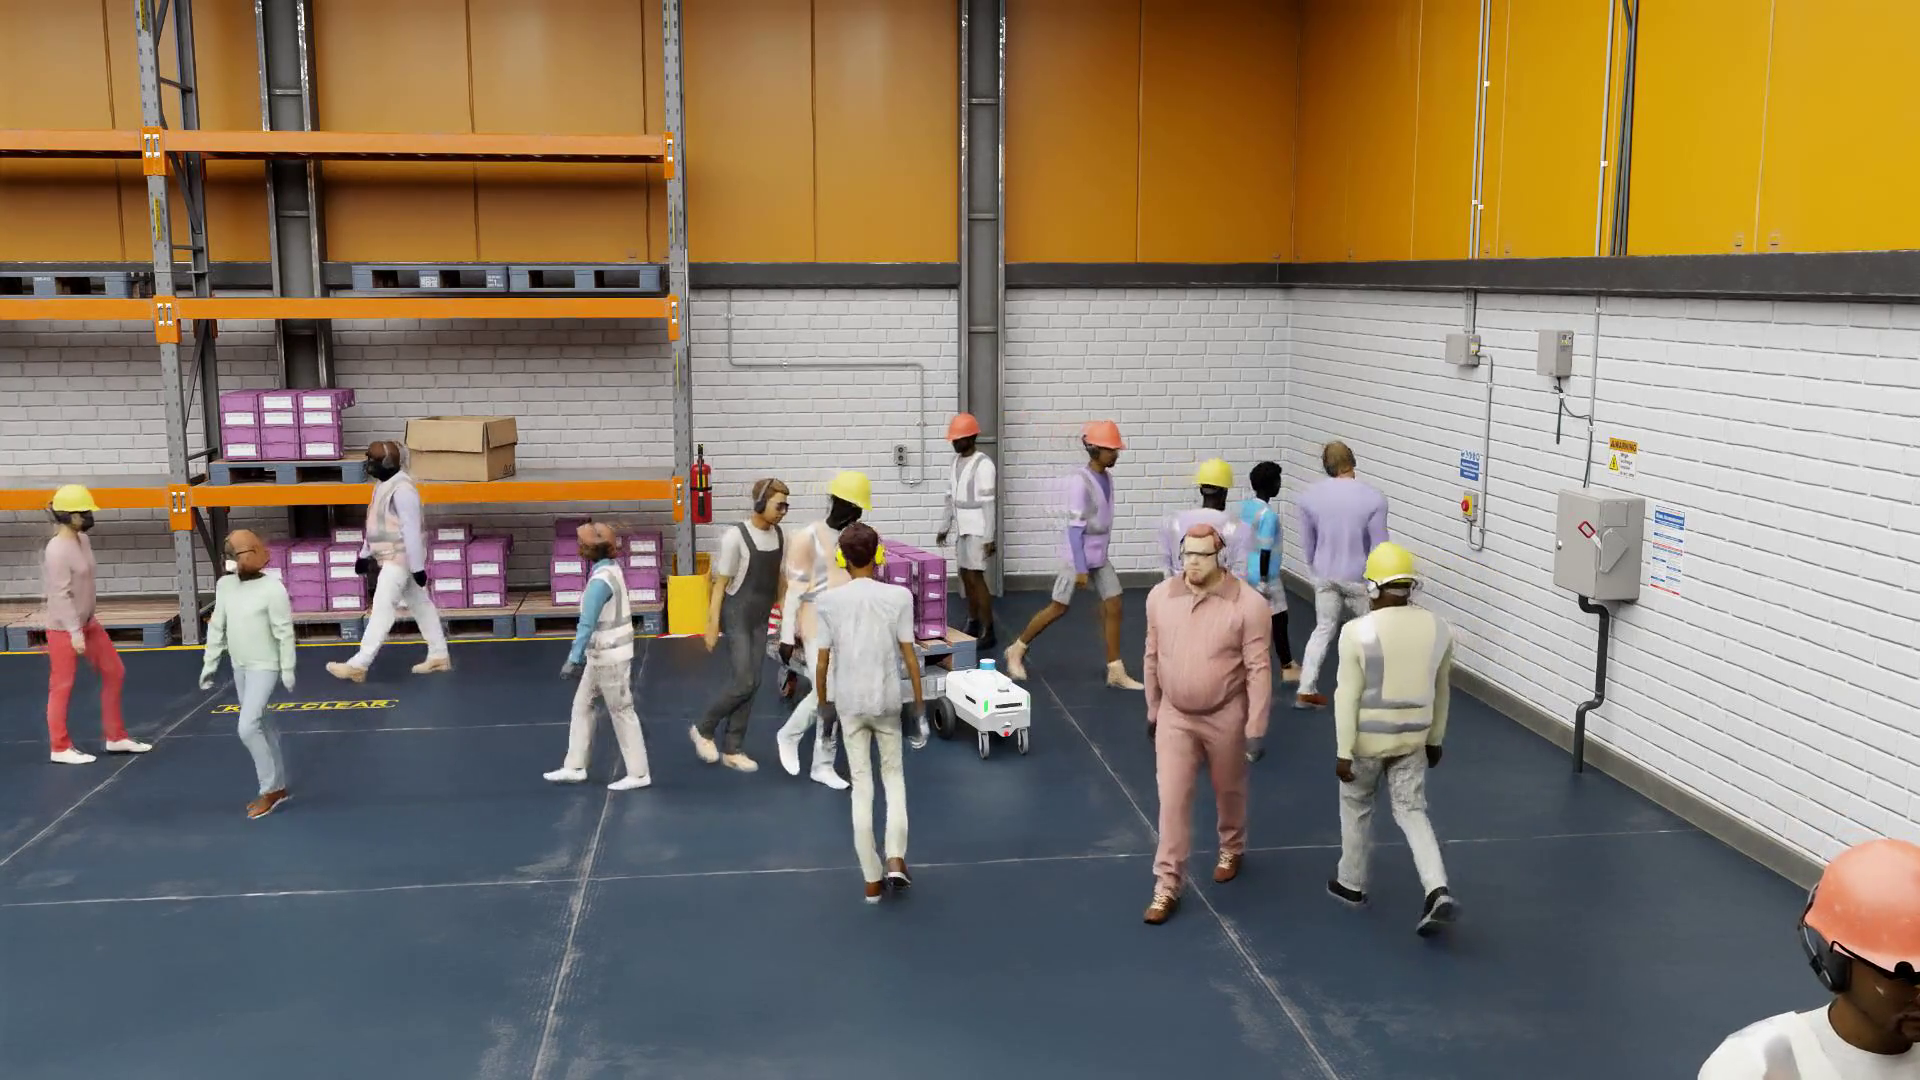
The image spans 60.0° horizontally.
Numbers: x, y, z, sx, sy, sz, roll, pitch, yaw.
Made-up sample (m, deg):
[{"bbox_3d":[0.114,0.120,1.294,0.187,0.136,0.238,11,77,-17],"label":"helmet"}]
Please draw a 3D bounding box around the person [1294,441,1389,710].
[{"bbox_3d":[2.674,0.259,11.535,0.663,1.884,0.651,6,11,31],"label":"person"}]

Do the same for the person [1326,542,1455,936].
[{"bbox_3d":[2.012,0.909,7.694,0.602,1.803,0.823,-3,9,-16],"label":"person"}]

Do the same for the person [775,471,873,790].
[{"bbox_3d":[-0.783,0.530,9.778,0.541,1.884,0.671,8,12,41],"label":"person"}]

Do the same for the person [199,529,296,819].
[{"bbox_3d":[-3.988,0.745,9.294,0.505,1.615,0.499,5,11,30],"label":"person"}]

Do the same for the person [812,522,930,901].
[{"bbox_3d":[-0.429,0.829,8.072,0.567,1.841,0.418,0,9,-1],"label":"person"}]

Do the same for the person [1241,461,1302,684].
[{"bbox_3d":[2.226,0.243,12.249,0.760,1.665,0.537,-2,9,-11],"label":"person"}]

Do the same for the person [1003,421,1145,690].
[{"bbox_3d":[0.832,0.107,12.228,1.078,1.999,0.629,5,11,31],"label":"person"}]

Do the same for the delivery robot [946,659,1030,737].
[{"bbox_3d":[0.176,1.007,10.664,0.477,0.478,0.707,-3,10,-21],"label":"delivery robot"}]

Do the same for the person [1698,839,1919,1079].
[{"bbox_3d":[1.638,1.530,3.067,0.615,2.040,0.392,-3,9,-15],"label":"person"}]

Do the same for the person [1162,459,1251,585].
[{"bbox_3d":[1.528,0.434,10.513,0.604,1.870,0.976,4,10,24],"label":"person"}]

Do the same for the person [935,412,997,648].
[{"bbox_3d":[0.054,-0.086,13.508,0.437,1.924,0.657,-5,11,-30],"label":"person"}]

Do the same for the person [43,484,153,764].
[{"bbox_3d":[-5.331,0.525,10.231,0.683,1.740,0.555,-1,9,-5],"label":"person"}]

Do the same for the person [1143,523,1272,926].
[{"bbox_3d":[1.182,0.833,8.022,0.664,1.860,0.984,4,10,25],"label":"person"}]

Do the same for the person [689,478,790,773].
[{"bbox_3d":[-1.299,0.511,10.159,0.531,1.805,0.550,6,11,31],"label":"person"}]

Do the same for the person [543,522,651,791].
[{"bbox_3d":[-2.154,0.693,9.641,0.747,1.603,0.520,-2,9,-10],"label":"person"}]

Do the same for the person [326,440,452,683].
[{"bbox_3d":[-4.268,0.156,12.415,0.952,1.792,0.620,-4,10,-26],"label":"person"}]
